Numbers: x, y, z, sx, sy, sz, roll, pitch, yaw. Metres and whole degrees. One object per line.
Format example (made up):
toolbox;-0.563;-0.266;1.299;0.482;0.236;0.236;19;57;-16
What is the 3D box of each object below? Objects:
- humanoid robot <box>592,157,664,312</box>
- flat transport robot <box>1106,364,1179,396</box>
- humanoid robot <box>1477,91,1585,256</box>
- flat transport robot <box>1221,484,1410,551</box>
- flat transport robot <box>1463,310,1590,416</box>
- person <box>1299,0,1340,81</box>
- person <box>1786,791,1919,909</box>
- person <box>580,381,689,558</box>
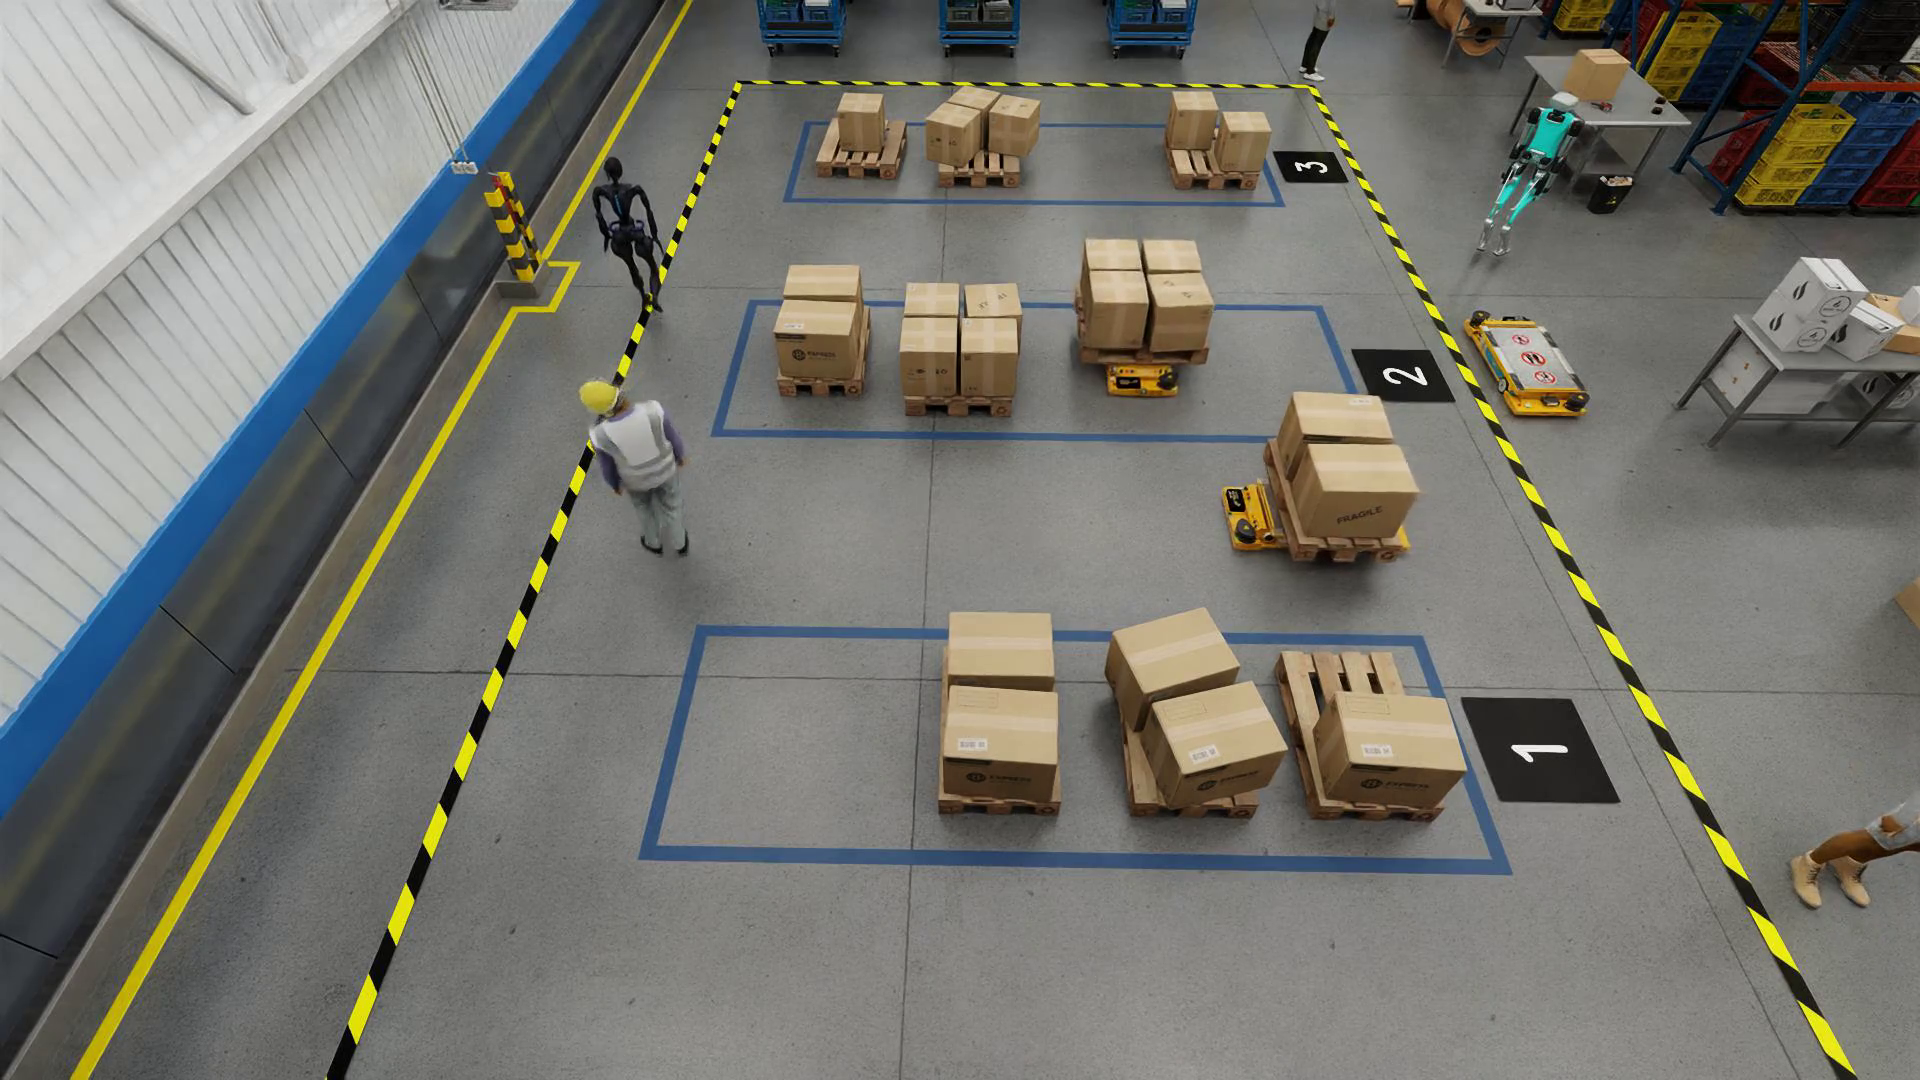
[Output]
humanoid robot;-3.330;-3.011;9.212;0.594;1.647;0.491;-7;49;-6
flat transport robot;1.777;-1.989;9.236;0.652;0.197;1.431;1;49;1
humanoid robot;5.981;-3.818;9.778;0.735;1.677;0.533;-37;58;-27
flat transport robot;2.983;-0.216;7.702;1.431;0.197;0.652;1;49;1
flat transport robot;5.573;-1.757;9.054;0.659;0.231;1.431;1;49;1
person;5.257;-7.558;13.028;0.397;1.852;0.589;2;49;2
person;5.486;1.535;5.033;0.613;2.040;0.389;0;49;0
person;-2.397;-0.519;6.989;0.620;1.789;0.406;-20;52;-17
